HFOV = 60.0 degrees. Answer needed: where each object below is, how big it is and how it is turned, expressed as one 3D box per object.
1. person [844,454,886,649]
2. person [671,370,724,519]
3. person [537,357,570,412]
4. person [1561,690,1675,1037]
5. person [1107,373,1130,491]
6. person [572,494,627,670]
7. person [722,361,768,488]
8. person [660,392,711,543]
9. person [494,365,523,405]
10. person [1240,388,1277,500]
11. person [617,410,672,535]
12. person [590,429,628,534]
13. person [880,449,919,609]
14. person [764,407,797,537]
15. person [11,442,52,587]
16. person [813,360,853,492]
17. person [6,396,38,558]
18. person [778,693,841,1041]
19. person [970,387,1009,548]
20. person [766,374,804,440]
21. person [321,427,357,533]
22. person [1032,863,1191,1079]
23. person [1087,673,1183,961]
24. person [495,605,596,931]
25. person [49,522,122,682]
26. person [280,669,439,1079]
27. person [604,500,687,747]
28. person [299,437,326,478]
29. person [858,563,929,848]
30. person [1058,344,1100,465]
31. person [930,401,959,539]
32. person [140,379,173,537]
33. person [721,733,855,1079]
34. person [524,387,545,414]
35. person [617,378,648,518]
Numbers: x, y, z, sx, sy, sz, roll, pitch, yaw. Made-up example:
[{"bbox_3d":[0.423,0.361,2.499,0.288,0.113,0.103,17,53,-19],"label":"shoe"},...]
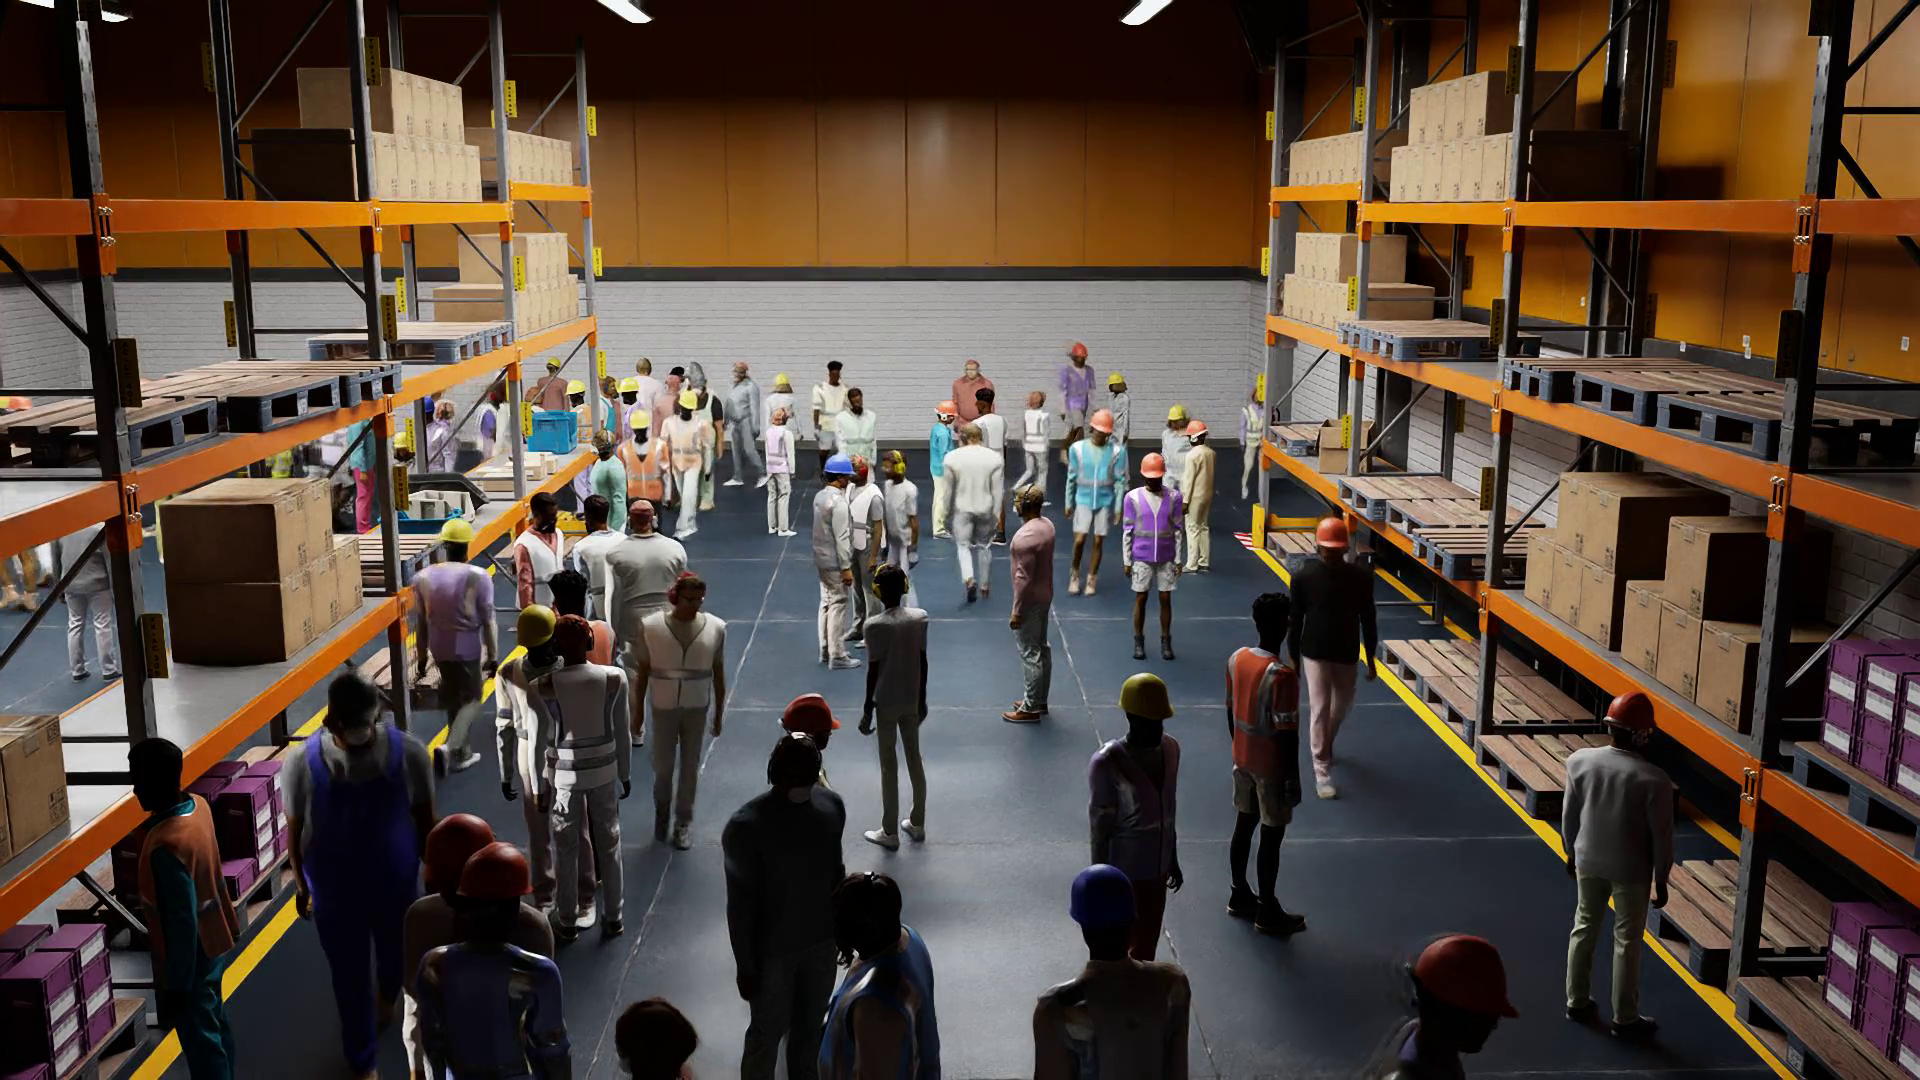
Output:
[{"bbox_3d":[-0.910,0.095,15.666,0.390,1.838,0.563,-7,13,-33],"label":"person"},{"bbox_3d":[-3.523,-1.347,22.387,0.692,2.000,1.068,-2,11,-8],"label":"person"},{"bbox_3d":[-6.485,-2.040,26.592,0.533,1.752,0.342,2,11,9],"label":"person"},{"bbox_3d":[3.291,1.603,8.317,0.330,1.750,0.573,-10,15,-40],"label":"person"},{"bbox_3d":[2.297,-1.583,24.350,0.318,1.733,0.490,-6,13,-28],"label":"person"},{"bbox_3d":[-2.779,0.592,13.009,0.398,1.909,0.600,7,13,30],"label":"person"},{"bbox_3d":[-3.233,-1.720,24.661,0.490,1.893,0.823,-10,15,-42],"label":"person"},{"bbox_3d":[-3.456,-0.898,20.555,0.699,1.862,0.984,3,12,13],"label":"person"},{"bbox_3d":[-7.239,-2.127,26.725,0.354,1.876,0.574,6,13,27],"label":"person"},{"bbox_3d":[4.202,-1.347,23.437,0.527,1.642,0.356,0,11,-1],"label":"person"},{"bbox_3d":[-3.535,-0.539,18.689,0.597,1.903,0.753,-2,11,-9],"label":"person"},{"bbox_3d":[-3.521,-0.152,16.650,0.371,1.940,0.630,-7,13,-30],"label":"person"},{"bbox_3d":[-0.568,0.060,15.805,0.354,1.858,0.575,-7,13,-33],"label":"person"},{"bbox_3d":[-2.272,-0.855,20.958,0.518,1.632,0.314,11,15,43],"label":"person"},{"bbox_3d":[-10.221,-0.413,18.197,0.598,1.850,0.906,-9,15,-39],"label":"person"},{"bbox_3d":[-1.869,-1.697,24.390,0.613,1.941,0.829,-2,11,-9],"label":"person"},{"bbox_3d":[-11.123,-0.763,19.626,0.692,1.973,0.628,3,12,15],"label":"person"},{"bbox_3d":[-0.744,1.612,8.270,0.327,1.752,0.562,-5,12,-22],"label":"person"},{"bbox_3d":[0.334,-0.881,20.275,0.611,1.958,0.368,-10,15,-42],"label":"person"},{"bbox_3d":[-2.529,-1.565,24.305,0.491,1.718,0.779,5,12,22],"label":"person"},{"bbox_3d":[-7.904,-1.017,21.079,0.585,1.904,0.512,7,13,30],"label":"person"},{"bbox_3d":[0.494,2.039,5.646,0.614,1.942,0.406,-6,13,-27],"label":"person"},{"bbox_3d":[0.868,1.570,8.043,0.594,1.926,0.367,-10,15,-42],"label":"person"},{"bbox_3d":[-2.344,1.291,9.494,0.592,1.911,0.398,0,11,-2],"label":"person"},{"bbox_3d":[-7.604,0.374,14.504,0.569,1.743,0.349,0,11,-2],"label":"person"},{"bbox_3d":[-2.847,1.531,7.954,0.684,2.000,0.928,-5,12,-24],"label":"person"},{"bbox_3d":[-2.411,0.636,12.786,0.652,1.904,0.405,-5,12,-25],"label":"person"},{"bbox_3d":[-8.368,-0.998,21.517,0.320,1.694,0.533,0,11,1],"label":"person"},{"bbox_3d":[-0.425,1.062,10.757,0.518,1.865,0.329,-8,14,-36],"label":"person"},{"bbox_3d":[1.878,-2.137,26.488,0.631,1.992,1.045,-8,14,-36],"label":"person"},{"bbox_3d":[-0.195,-0.878,20.803,0.354,1.738,0.573,-2,11,-9],"label":"person"},{"bbox_3d":[-10.177,-1.040,20.964,0.397,1.992,0.623,-10,15,-40],"label":"person"},{"bbox_3d":[-0.718,1.747,7.145,0.627,1.934,0.370,-11,16,-43],"label":"person"},{"bbox_3d":[-5.956,-1.342,23.386,0.502,1.633,0.280,9,14,37],"label":"person"},{"bbox_3d":[-4.279,-1.179,21.864,0.391,1.918,0.591,-3,12,-13],"label":"person"}]
